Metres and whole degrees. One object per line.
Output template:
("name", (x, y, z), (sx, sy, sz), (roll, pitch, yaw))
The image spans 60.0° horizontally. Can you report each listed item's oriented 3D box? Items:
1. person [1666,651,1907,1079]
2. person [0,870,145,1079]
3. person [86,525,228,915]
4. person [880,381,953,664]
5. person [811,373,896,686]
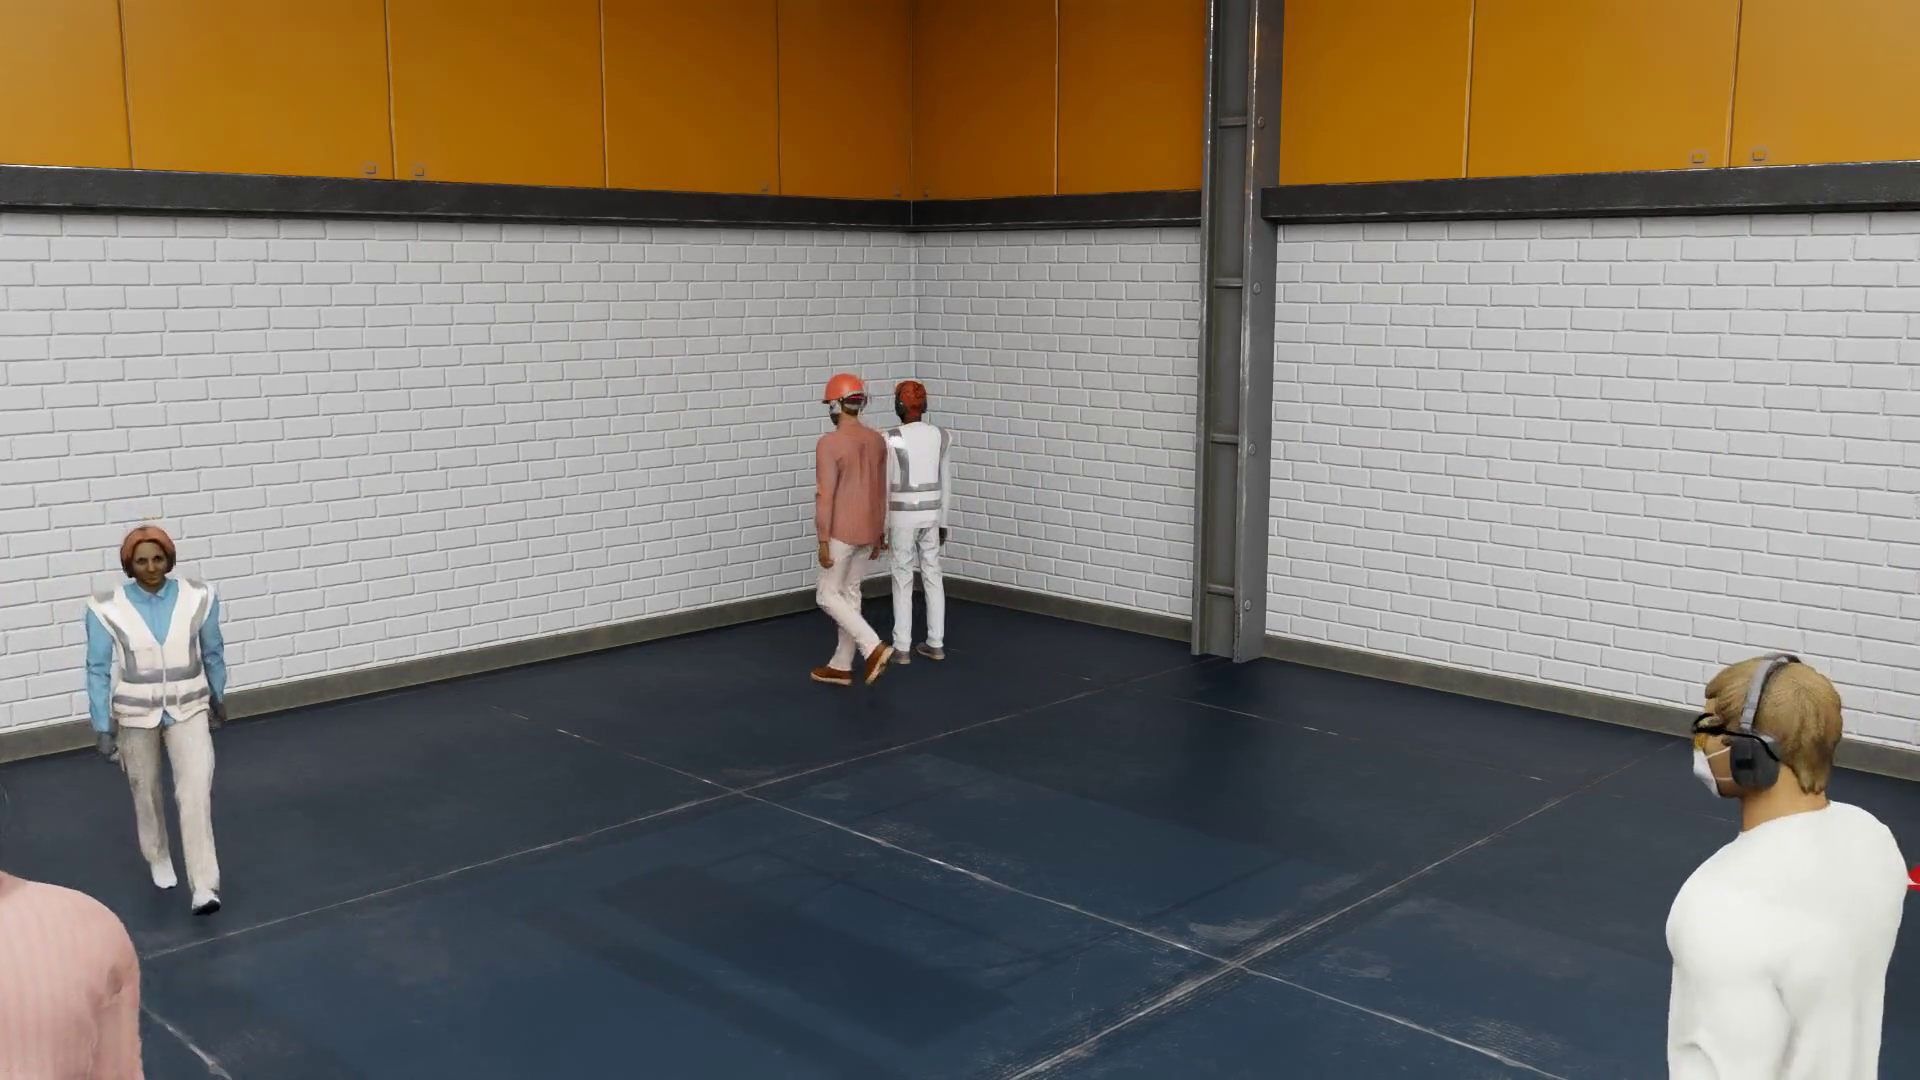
("person", (1.456, 1.157, 3.036), (0.635, 1.936, 0.355), (-8, 12, -40))
("person", (-1.779, 1.236, 2.786), (0.927, 1.868, 0.644), (4, 10, 24))
("person", (-3.234, 0.724, 6.746), (0.528, 1.580, 0.897), (-6, 11, -32))
("person", (-0.303, -0.115, 11.032), (0.568, 1.878, 0.350), (-6, 11, -33))
("person", (-0.643, -0.041, 10.300), (0.640, 1.970, 0.624), (7, 12, 37))
